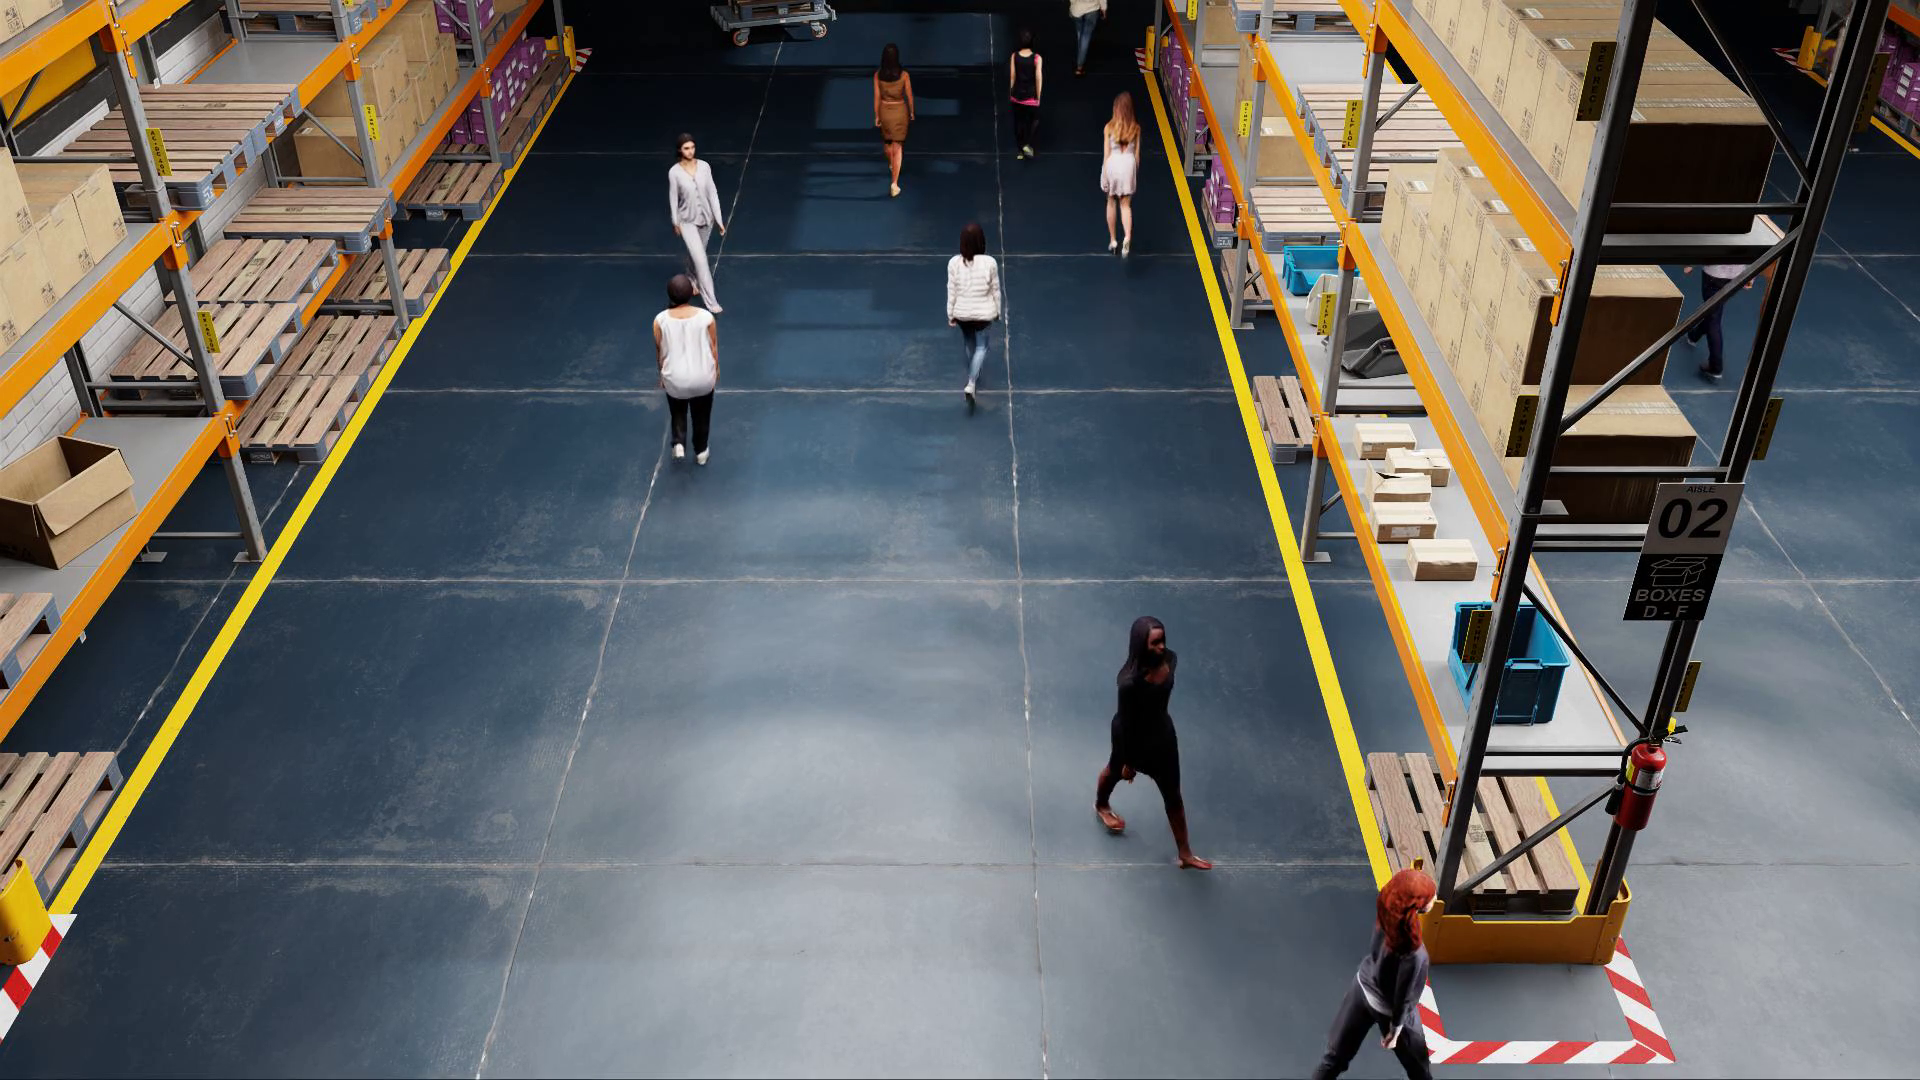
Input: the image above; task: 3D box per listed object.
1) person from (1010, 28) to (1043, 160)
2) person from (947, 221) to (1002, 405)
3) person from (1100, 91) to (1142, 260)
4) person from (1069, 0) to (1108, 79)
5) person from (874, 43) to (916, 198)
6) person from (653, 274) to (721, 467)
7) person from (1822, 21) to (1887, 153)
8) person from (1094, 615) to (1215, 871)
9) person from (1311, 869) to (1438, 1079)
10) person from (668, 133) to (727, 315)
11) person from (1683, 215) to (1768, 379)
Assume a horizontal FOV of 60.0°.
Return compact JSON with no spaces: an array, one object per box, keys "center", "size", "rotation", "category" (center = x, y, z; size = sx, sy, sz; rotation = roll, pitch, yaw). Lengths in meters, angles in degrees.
[{"center":[0.743,-5.195,19.467],"size":[0.613,1.544,0.700],"rotation":[8,35,12],"category":"person"},{"center":[0.117,-1.969,14.549],"size":[0.754,1.615,1.071],"rotation":[6,34,9],"category":"person"},{"center":[1.641,-3.649,16.956],"size":[0.564,1.750,0.980],"rotation":[-2,34,-3],"category":"person"},{"center":[1.624,-6.947,21.995],"size":[0.858,1.663,0.952],"rotation":[17,37,23],"category":"person"},{"center":[-0.748,-4.651,18.551],"size":[0.689,1.653,1.048],"rotation":[5,34,8],"category":"person"},{"center":[-2.217,-1.339,13.547],"size":[0.642,1.677,0.609],"rotation":[-2,34,-3],"category":"person"},{"center":[10.596,-5.621,19.816],"size":[0.760,1.866,0.973],"rotation":[3,34,4],"category":"person"},{"center":[1.009,1.144,9.816],"size":[1.095,1.671,1.230],"rotation":[-24,40,-31],"category":"person"},{"center":[1.970,2.275,8.067],"size":[0.840,1.723,1.127],"rotation":[-7,34,-11],"category":"person"},{"center":[-2.597,-3.108,16.165],"size":[0.997,1.723,1.186],"rotation":[-20,38,-27],"category":"person"},{"center":[6.895,-2.328,14.933],"size":[0.836,1.789,1.233],"rotation":[-6,34,-9],"category":"person"}]
